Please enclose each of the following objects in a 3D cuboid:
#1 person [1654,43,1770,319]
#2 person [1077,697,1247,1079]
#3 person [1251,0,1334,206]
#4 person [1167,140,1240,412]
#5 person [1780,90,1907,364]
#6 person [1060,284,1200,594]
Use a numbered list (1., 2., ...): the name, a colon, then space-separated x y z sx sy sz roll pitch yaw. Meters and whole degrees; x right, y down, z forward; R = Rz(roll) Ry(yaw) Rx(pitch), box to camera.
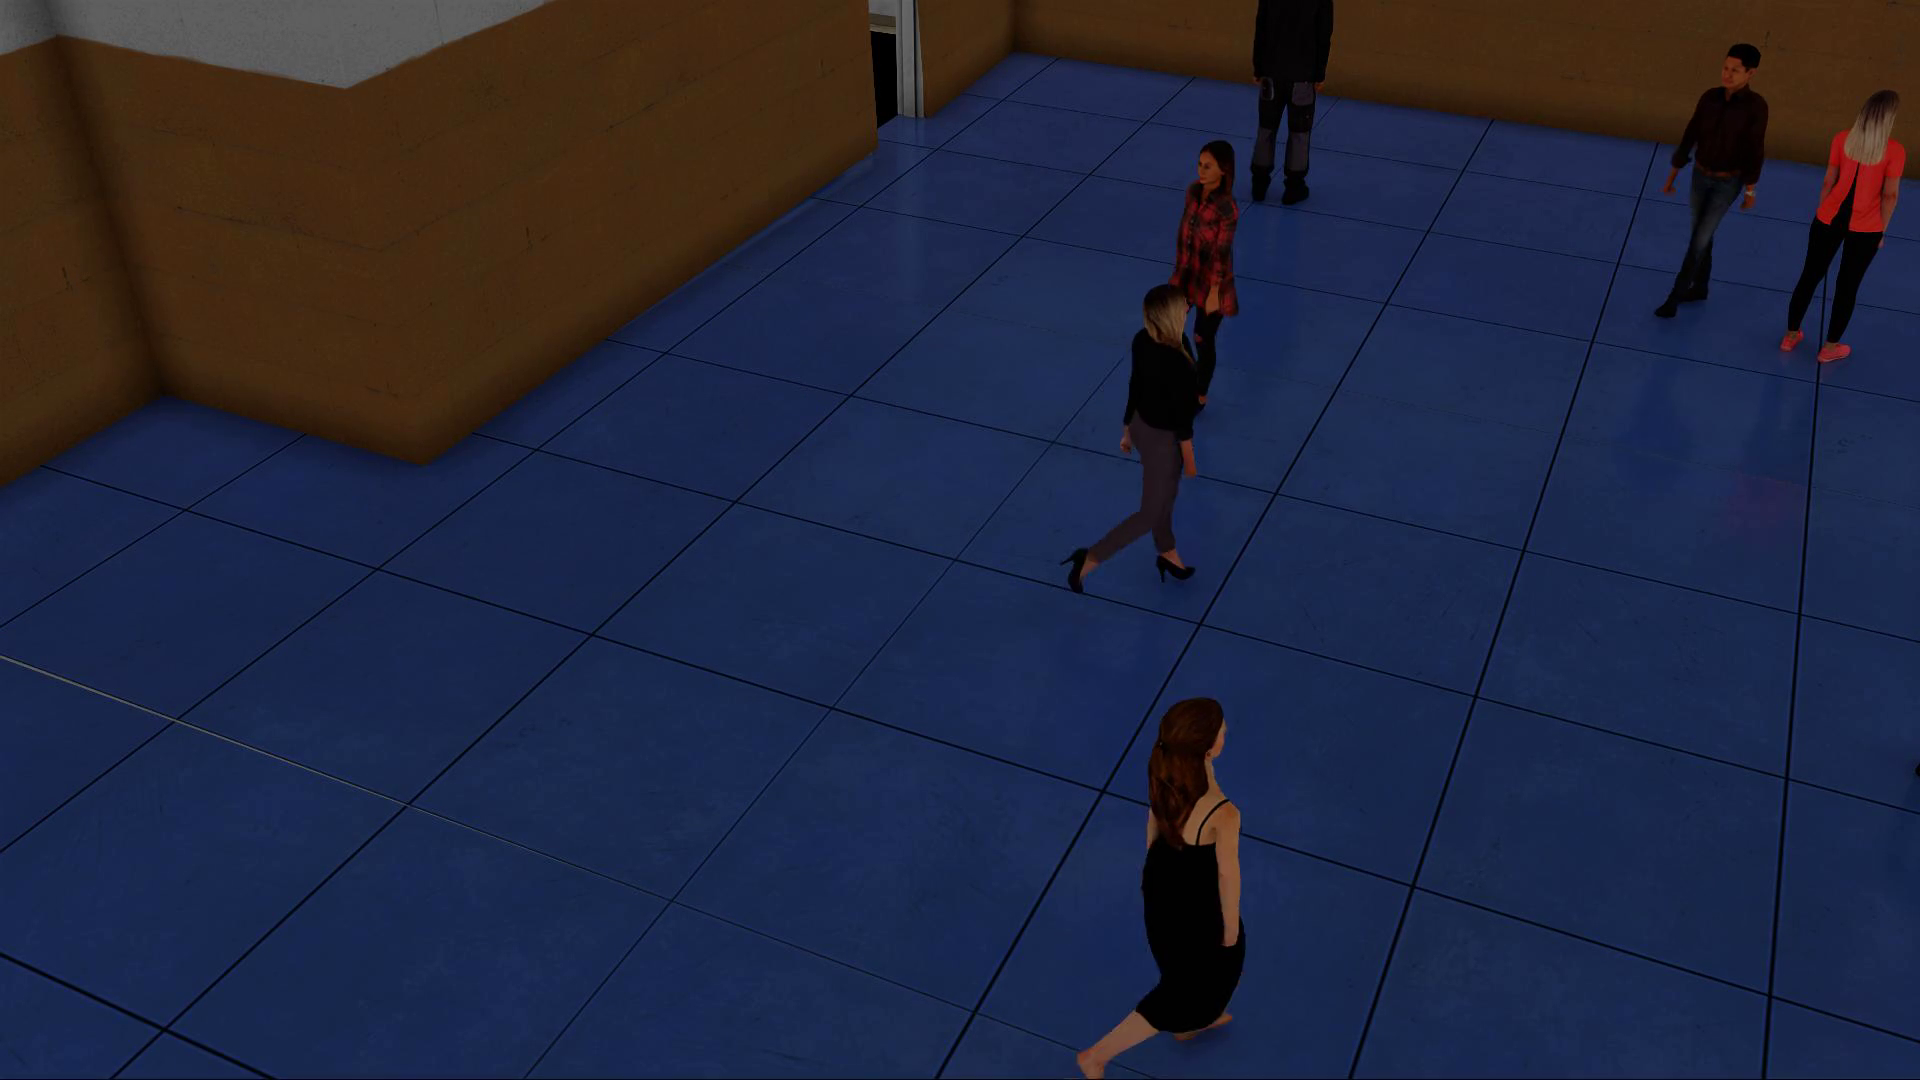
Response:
1. person: 4.908 -2.312 10.686 1.020 1.754 1.017 -21 39 -28
2. person: 0.675 1.224 5.507 0.954 1.602 0.937 -16 37 -22
3. person: 2.415 -3.446 12.218 0.536 1.944 0.769 12 36 18
4. person: 1.444 -1.479 9.490 0.805 1.691 0.721 -17 37 -23
5. person: 5.404 -1.909 10.135 0.723 1.694 0.592 -27 42 -34
6. person: 0.861 -0.408 7.922 1.046 1.645 0.982 -12 35 -17
